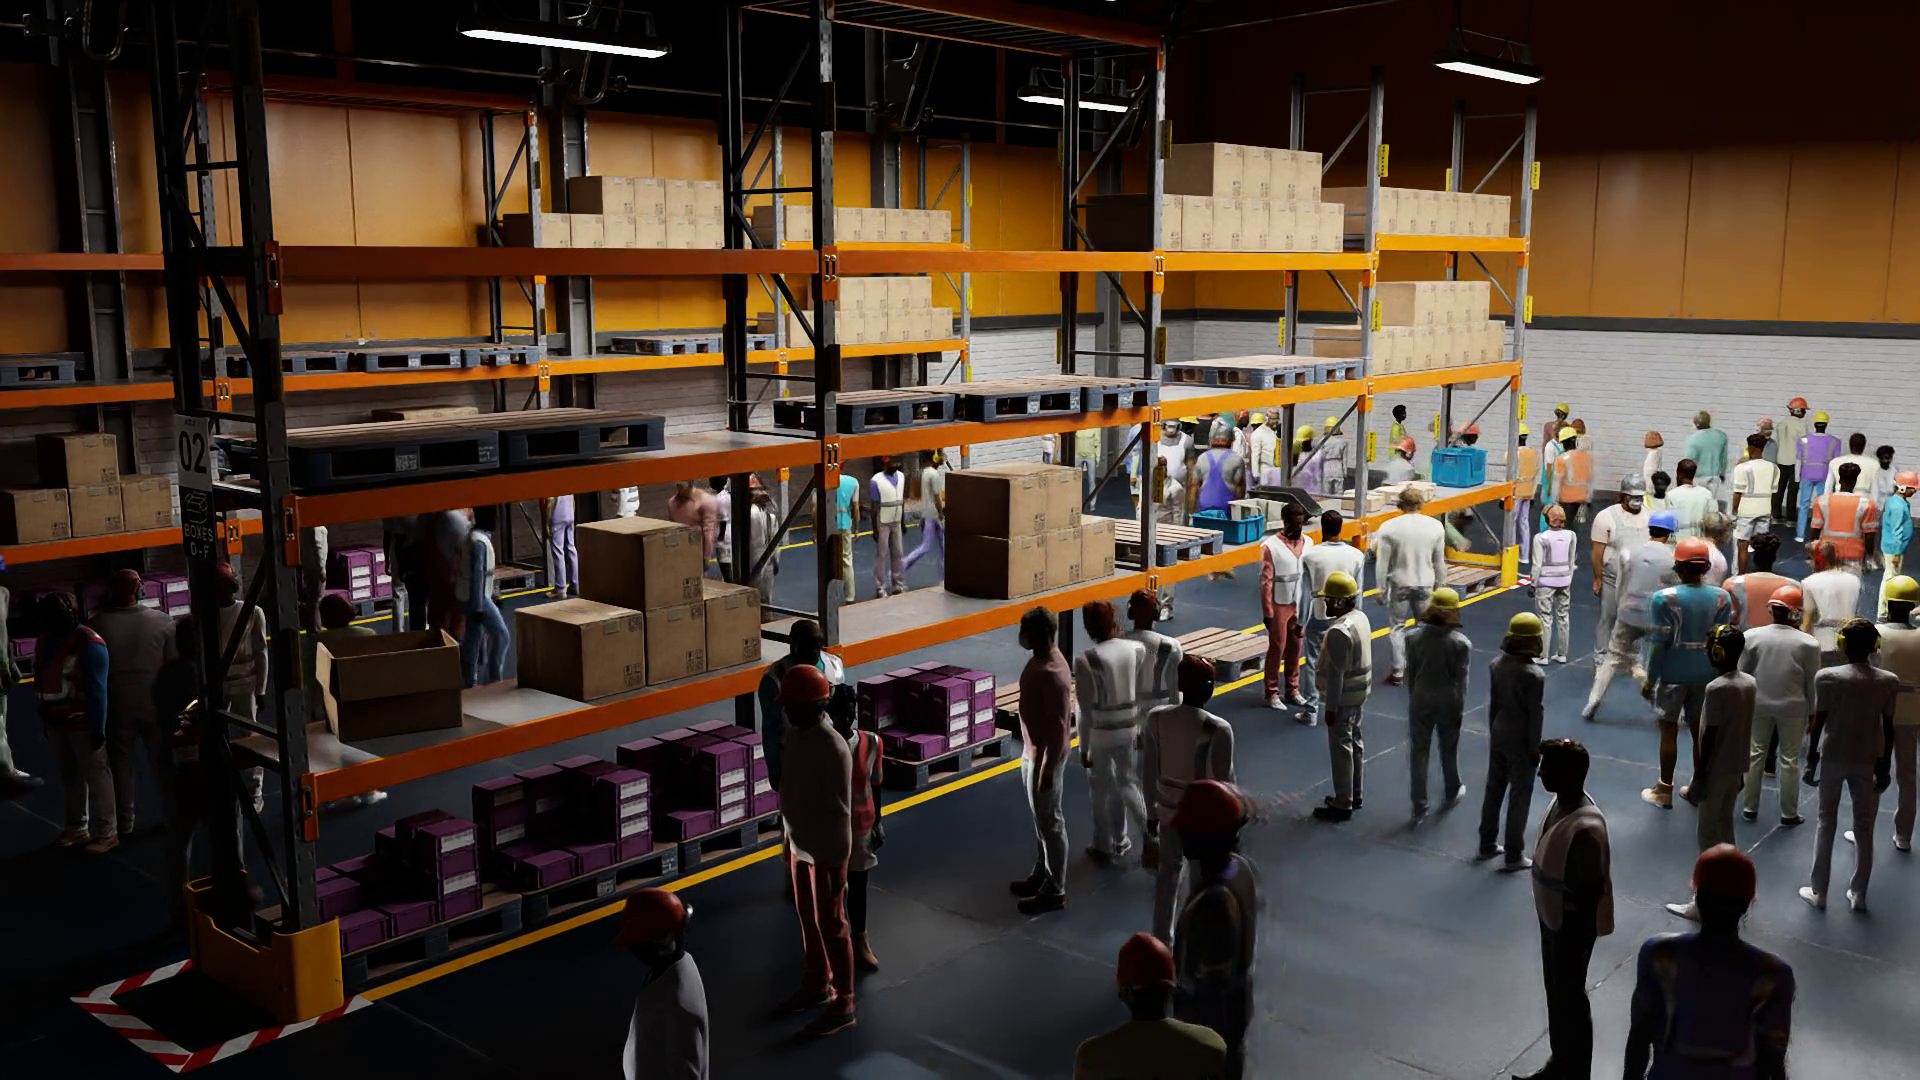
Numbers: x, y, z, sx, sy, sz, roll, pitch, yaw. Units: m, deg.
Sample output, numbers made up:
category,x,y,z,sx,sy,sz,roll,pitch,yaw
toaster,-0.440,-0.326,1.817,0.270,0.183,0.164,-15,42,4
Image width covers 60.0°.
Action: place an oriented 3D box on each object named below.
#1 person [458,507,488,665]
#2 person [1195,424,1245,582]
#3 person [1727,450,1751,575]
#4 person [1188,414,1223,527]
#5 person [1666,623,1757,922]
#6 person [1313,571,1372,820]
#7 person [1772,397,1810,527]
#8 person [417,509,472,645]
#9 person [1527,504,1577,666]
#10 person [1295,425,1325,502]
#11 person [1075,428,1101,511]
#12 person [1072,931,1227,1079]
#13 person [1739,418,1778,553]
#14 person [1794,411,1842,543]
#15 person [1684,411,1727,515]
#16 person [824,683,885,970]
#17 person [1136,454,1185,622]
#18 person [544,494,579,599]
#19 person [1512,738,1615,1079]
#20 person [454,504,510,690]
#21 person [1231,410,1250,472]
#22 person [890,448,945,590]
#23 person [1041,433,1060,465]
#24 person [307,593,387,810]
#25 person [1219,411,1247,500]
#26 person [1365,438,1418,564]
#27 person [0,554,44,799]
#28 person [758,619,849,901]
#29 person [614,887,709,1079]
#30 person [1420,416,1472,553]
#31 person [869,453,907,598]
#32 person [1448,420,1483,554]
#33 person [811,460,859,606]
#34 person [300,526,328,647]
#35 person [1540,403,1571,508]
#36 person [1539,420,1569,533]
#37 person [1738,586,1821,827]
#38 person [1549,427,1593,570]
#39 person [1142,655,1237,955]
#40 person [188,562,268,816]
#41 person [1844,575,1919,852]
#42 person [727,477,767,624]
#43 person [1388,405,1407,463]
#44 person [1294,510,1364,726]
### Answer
category,x,y,z,sx,sy,sz,roll,pitch,yaw
person,-4.987,0.308,16.590,0.398,1.989,0.621,3,10,16
person,3.337,-0.478,21.139,0.711,2.000,0.538,6,11,32
person,10.078,-0.317,21.246,0.560,1.685,0.688,-4,10,-24
person,3.742,-1.197,25.482,0.612,2.030,0.410,4,10,25
person,4.679,1.436,10.283,0.524,1.856,0.350,-7,12,-38
person,2.798,1.131,12.195,0.404,1.824,0.590,5,11,28
person,12.793,-1.198,25.585,0.391,1.991,0.613,-2,10,-15
person,-5.010,0.323,16.357,0.700,2.000,0.624,7,12,35
person,5.962,0.456,16.755,0.512,1.642,0.312,-3,10,-18
person,4.668,-0.613,22.389,0.528,1.889,0.644,-5,11,-27
person,2.034,-1.341,27.131,0.525,1.760,0.340,2,10,13
person,0.649,2.233,5.932,0.569,1.737,0.643,-2,10,-13
person,11.207,-0.768,23.318,0.649,1.896,0.400,-4,10,-22
person,12.377,-0.902,24.033,0.589,1.919,0.394,5,11,29
person,10.846,-0.920,24.183,0.702,1.913,0.552,-2,10,-13
person,-0.675,1.643,9.500,0.535,1.697,0.318,-4,10,-25
person,2.230,-0.033,18.898,0.410,1.905,0.640,-9,13,-42
person,-4.844,-0.207,20.136,0.343,1.838,0.509,5,11,27
person,2.896,1.837,7.904,0.374,1.840,0.568,1,10,8
person,-4.375,0.547,15.459,0.674,1.890,0.597,-4,10,-23
person,4.179,-1.040,24.992,0.370,1.879,0.584,1,10,6
person,-0.404,-0.291,20.651,0.924,1.840,0.514,-1,10,-5
person,1.520,-1.415,27.337,0.394,1.838,0.560,-3,10,-17
person,-4.531,1.198,12.402,0.624,1.626,0.365,-6,11,-32
person,4.730,-1.619,28.460,0.846,1.877,0.649,2,10,13
person,5.856,-0.510,22.280,0.780,1.722,0.582,-3,10,-16
person,-7.399,1.028,12.616,0.821,1.883,0.679,-3,10,-15
person,-0.967,1.394,10.610,0.630,1.831,0.429,-7,12,-38
person,-1.123,2.149,6.332,0.333,1.744,0.559,-3,10,-17
person,6.548,-0.698,22.451,0.647,2.000,0.732,4,10,22
person,-0.860,-0.181,20.019,0.470,1.831,0.600,7,12,36
person,6.816,-0.684,22.778,0.641,1.913,0.543,-2,10,-13
person,-1.468,-0.114,19.560,0.564,1.841,0.391,-1,10,-9
person,-6.744,0.278,17.436,0.308,1.772,0.525,-6,11,-32
person,9.847,-1.376,27.367,0.341,1.755,0.532,-9,13,-44
person,8.409,-0.777,23.535,0.341,1.839,0.504,7,12,37
person,5.921,1.195,12.031,0.560,1.743,0.337,8,12,39
person,8.108,-0.549,22.061,0.645,1.873,0.528,-4,10,-23
person,1.294,1.573,9.361,0.585,1.882,0.337,8,12,40
person,-5.377,1.095,12.221,0.575,1.882,0.355,0,10,-3
person,6.424,1.197,11.479,0.587,1.927,0.368,2,10,11
person,-2.197,0.272,17.049,0.423,1.914,0.528,-3,10,-17
person,7.297,-1.412,27.738,0.315,1.696,0.541,3,10,17
person,3.242,0.687,14.593,0.600,1.908,0.396,-2,10,-13
